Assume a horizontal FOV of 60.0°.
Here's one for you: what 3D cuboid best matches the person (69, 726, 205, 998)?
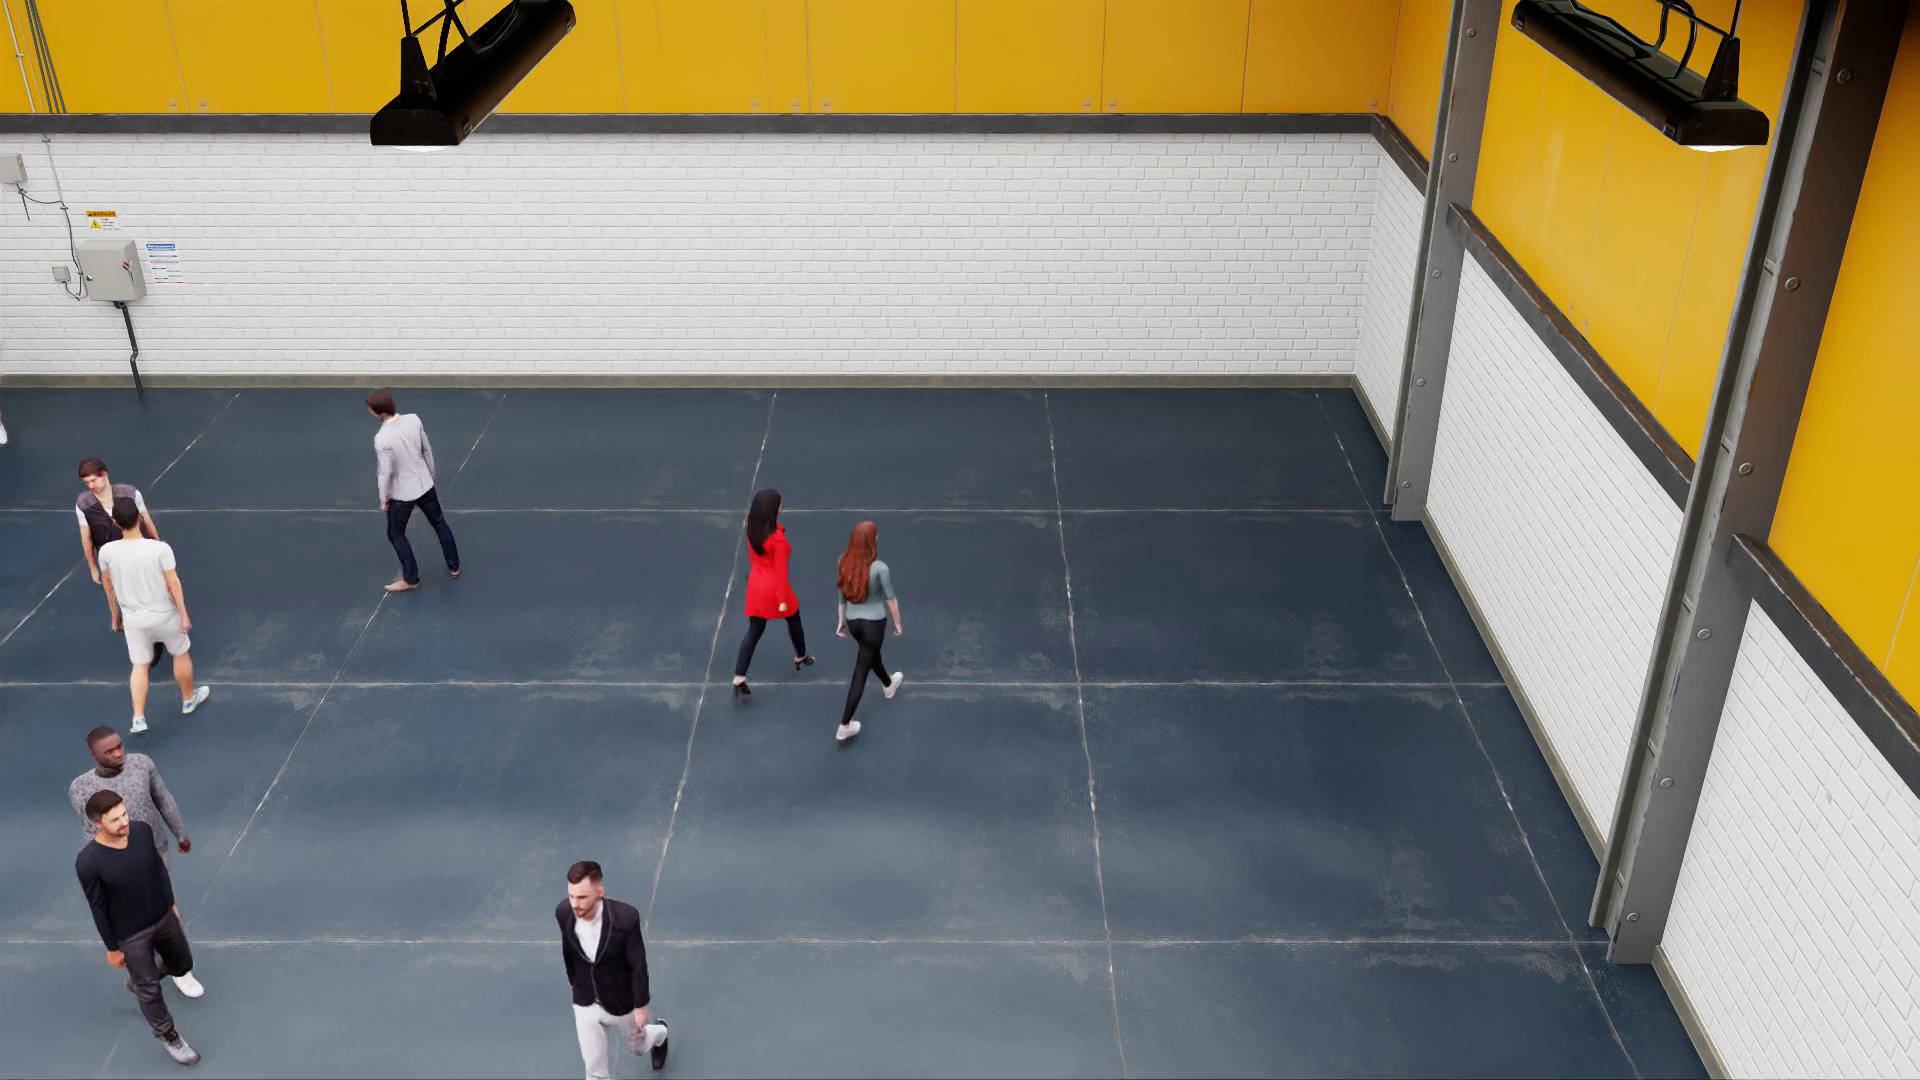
[{"bbox_3d":[-5.032,1.884,10.113,1.126,1.817,1.143,17,33,28],"label":"person"}]

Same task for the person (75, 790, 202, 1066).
[{"bbox_3d":[-4.761,2.180,9.528,0.941,1.859,0.954,15,32,25],"label":"person"}]

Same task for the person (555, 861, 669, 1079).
[{"bbox_3d":[-1.874,2.443,9.091,0.826,1.816,1.192,6,29,11],"label":"person"}]

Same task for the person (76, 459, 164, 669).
[{"bbox_3d":[-6.687,0.098,13.417,0.961,1.791,1.261,-12,31,-21],"label":"person"}]

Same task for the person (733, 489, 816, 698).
[{"bbox_3d":[-1.544,0.449,12.864,1.036,1.703,1.160,22,35,34],"label":"person"}]

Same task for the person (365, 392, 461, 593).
[{"bbox_3d":[-4.742,-0.435,14.371,0.831,1.813,1.004,-25,37,-38],"label":"person"}]

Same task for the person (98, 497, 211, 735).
[{"bbox_3d":[-6.130,0.605,12.442,0.751,1.833,0.969,-3,29,-6],"label":"person"}]

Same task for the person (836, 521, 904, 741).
[{"bbox_3d":[-0.738,0.711,12.399,0.975,1.689,1.245,14,32,24],"label":"person"}]
